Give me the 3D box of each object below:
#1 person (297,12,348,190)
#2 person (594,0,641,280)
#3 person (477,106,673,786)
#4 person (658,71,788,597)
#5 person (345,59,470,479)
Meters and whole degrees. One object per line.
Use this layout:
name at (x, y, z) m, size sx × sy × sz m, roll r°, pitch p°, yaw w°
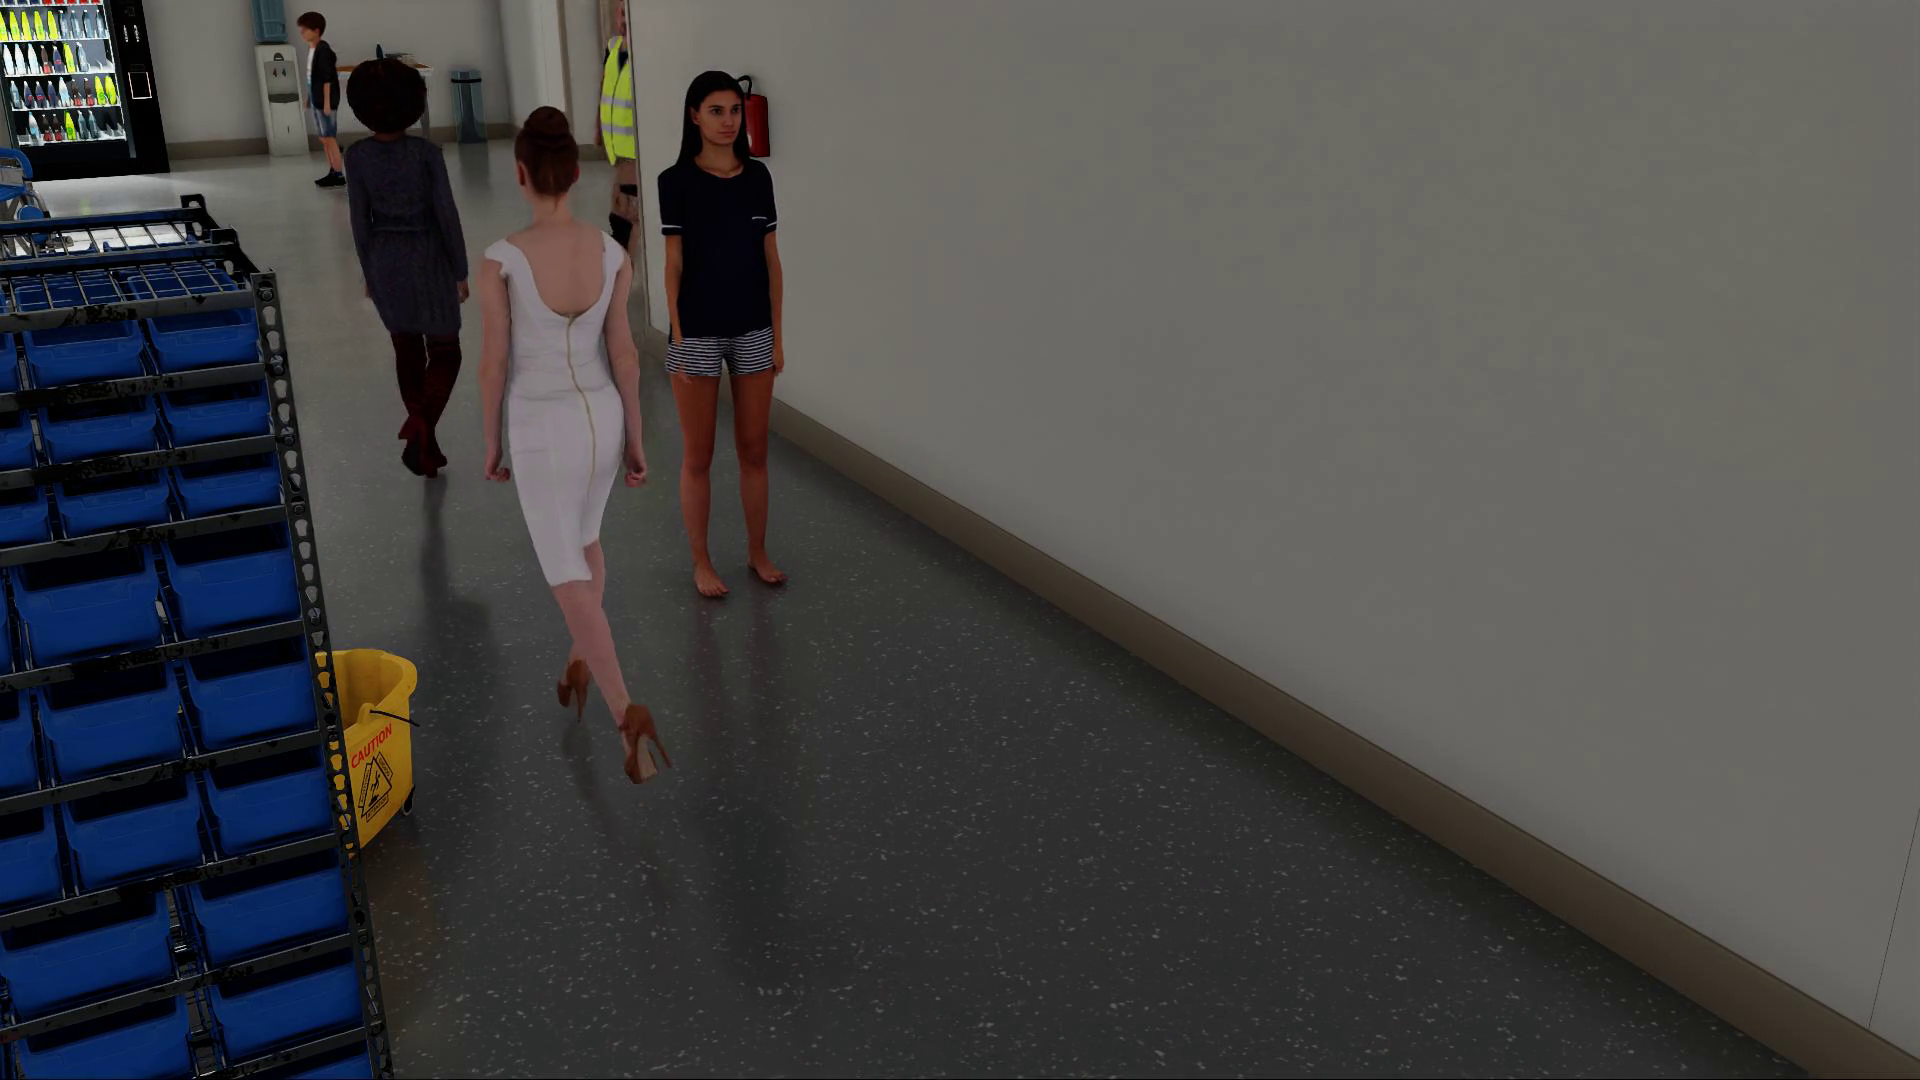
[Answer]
person at (-5.435, -3.762, 14.217) m, size 0.555 × 1.448 × 0.552 m, roll -14°, pitch 25°, yaw -32°
person at (-1.894, -2.367, 10.039) m, size 1.275 × 1.797 × 0.973 m, roll -19°, pitch 28°, yaw -41°
person at (-0.991, -0.181, 4.326) m, size 1.029 × 1.757 × 0.679 m, roll -14°, pitch 25°, yaw -33°
person at (-0.807, -0.679, 5.630) m, size 0.493 × 1.764 × 0.652 m, roll -9°, pitch 23°, yaw -23°
person at (-2.199, -1.006, 6.596) m, size 0.980 × 1.691 × 0.939 m, roll 1°, pitch 21°, yaw 2°
